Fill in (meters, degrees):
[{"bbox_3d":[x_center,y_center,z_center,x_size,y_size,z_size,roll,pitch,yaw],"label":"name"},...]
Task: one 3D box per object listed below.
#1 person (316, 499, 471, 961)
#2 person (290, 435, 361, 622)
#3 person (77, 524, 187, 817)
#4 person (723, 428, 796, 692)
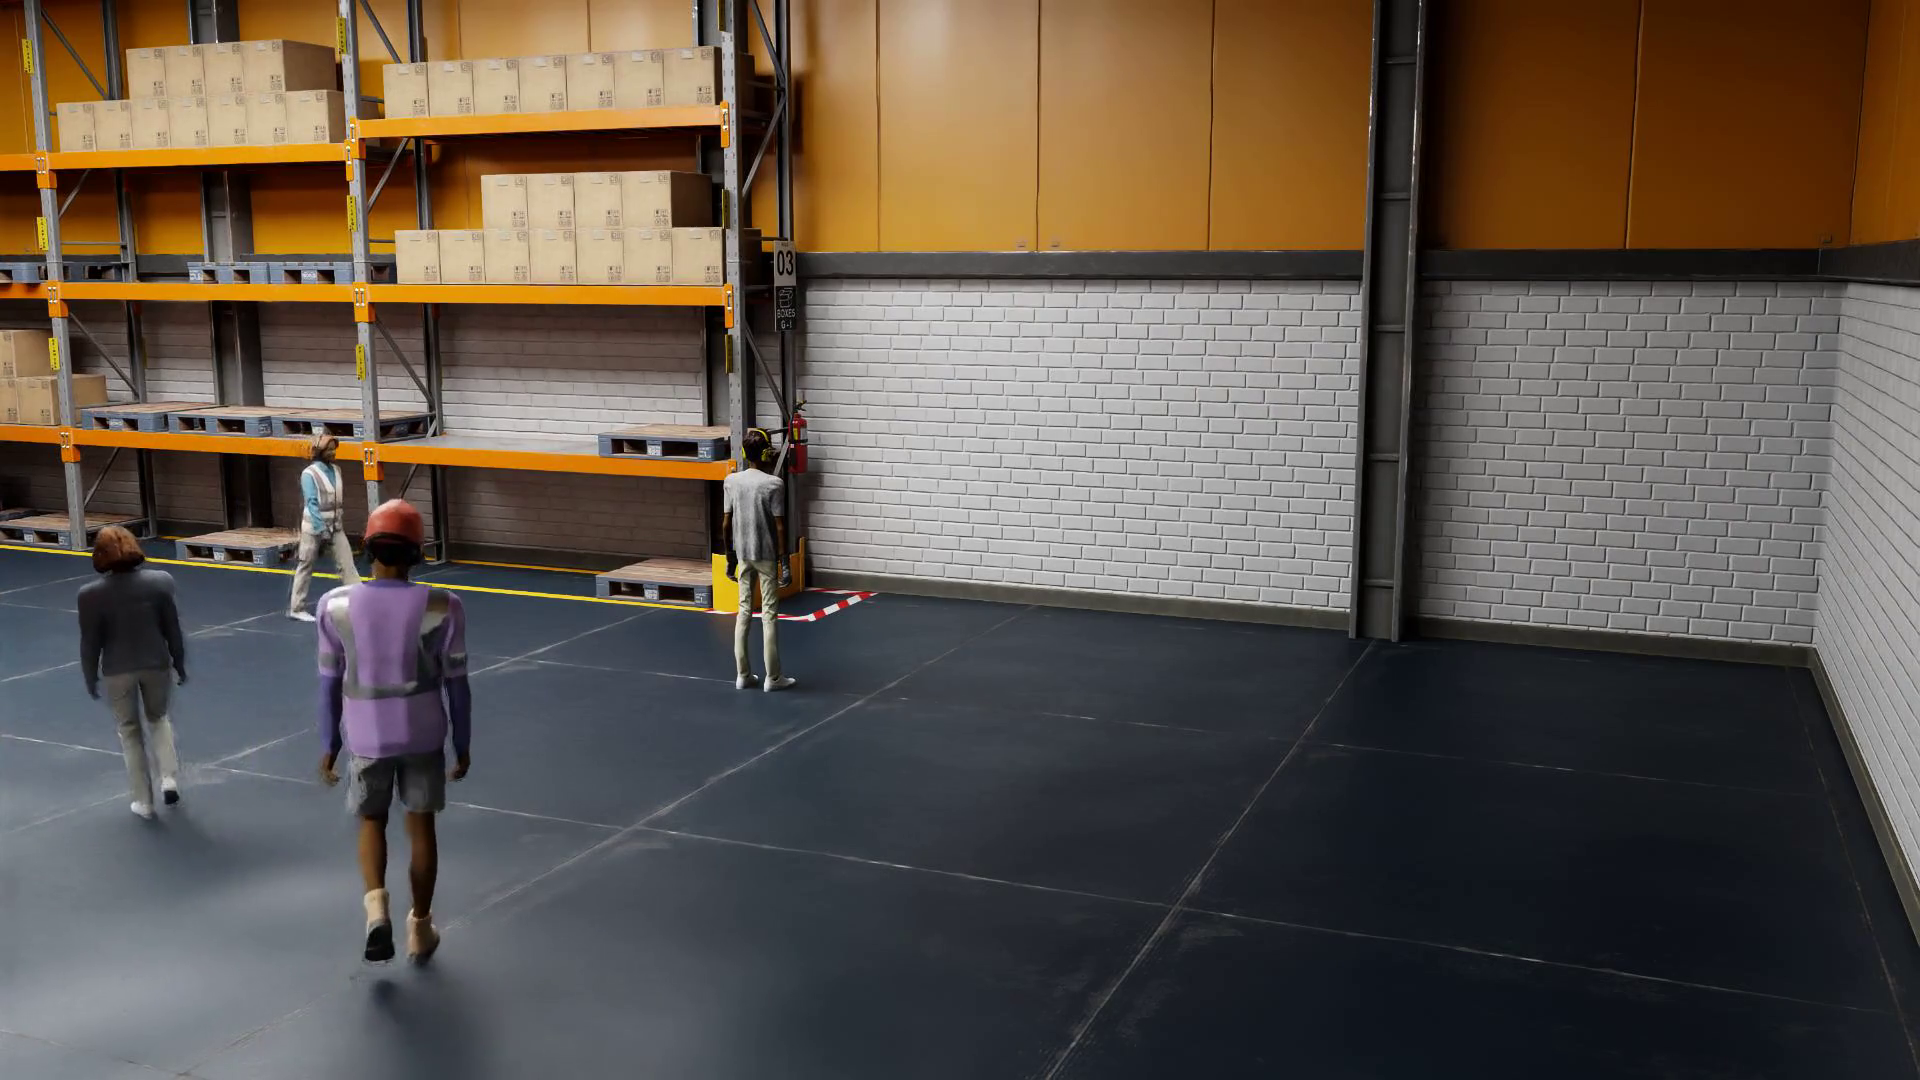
[{"bbox_3d":[-2.404,0.841,7.092,0.632,2.024,0.557,-2,10,-11],"label":"person"},{"bbox_3d":[-5.323,-0.083,13.988,0.844,1.595,0.522,3,10,17],"label":"person"},{"bbox_3d":[-4.513,0.713,9.076,0.519,1.615,0.344,-8,13,-41],"label":"person"},{"bbox_3d":[-1.428,0.142,11.800,0.533,1.869,0.311,4,10,23],"label":"person"}]
